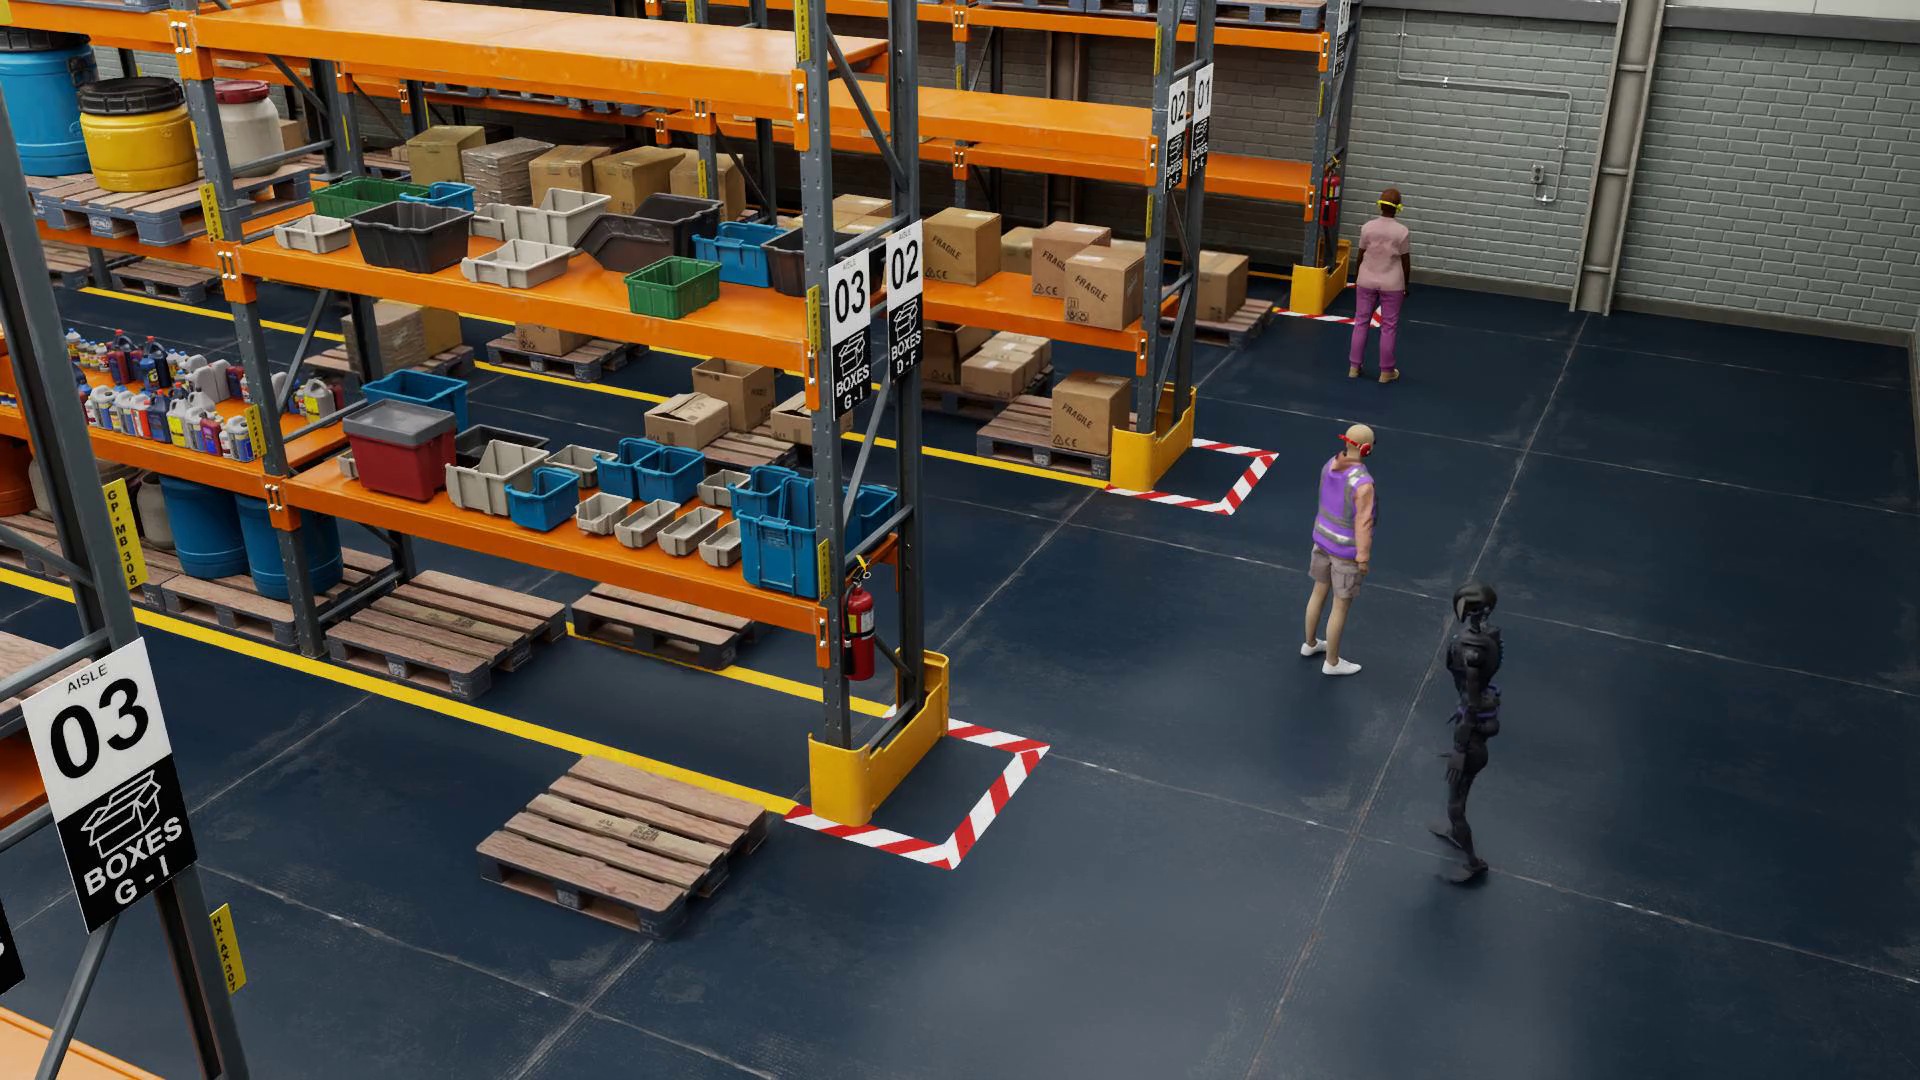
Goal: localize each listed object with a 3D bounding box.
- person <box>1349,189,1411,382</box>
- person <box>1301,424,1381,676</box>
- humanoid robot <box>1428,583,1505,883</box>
[{"bbox_3d":[3.884,-2.343,15.324,0.534,1.801,0.329,14,30,27],"label":"person"},{"bbox_3d":[2.429,0.057,10.591,0.352,1.688,0.489,-11,28,-21],"label":"person"},{"bbox_3d":[2.692,0.975,8.738,0.378,1.644,0.619,8,27,15],"label":"humanoid robot"}]
